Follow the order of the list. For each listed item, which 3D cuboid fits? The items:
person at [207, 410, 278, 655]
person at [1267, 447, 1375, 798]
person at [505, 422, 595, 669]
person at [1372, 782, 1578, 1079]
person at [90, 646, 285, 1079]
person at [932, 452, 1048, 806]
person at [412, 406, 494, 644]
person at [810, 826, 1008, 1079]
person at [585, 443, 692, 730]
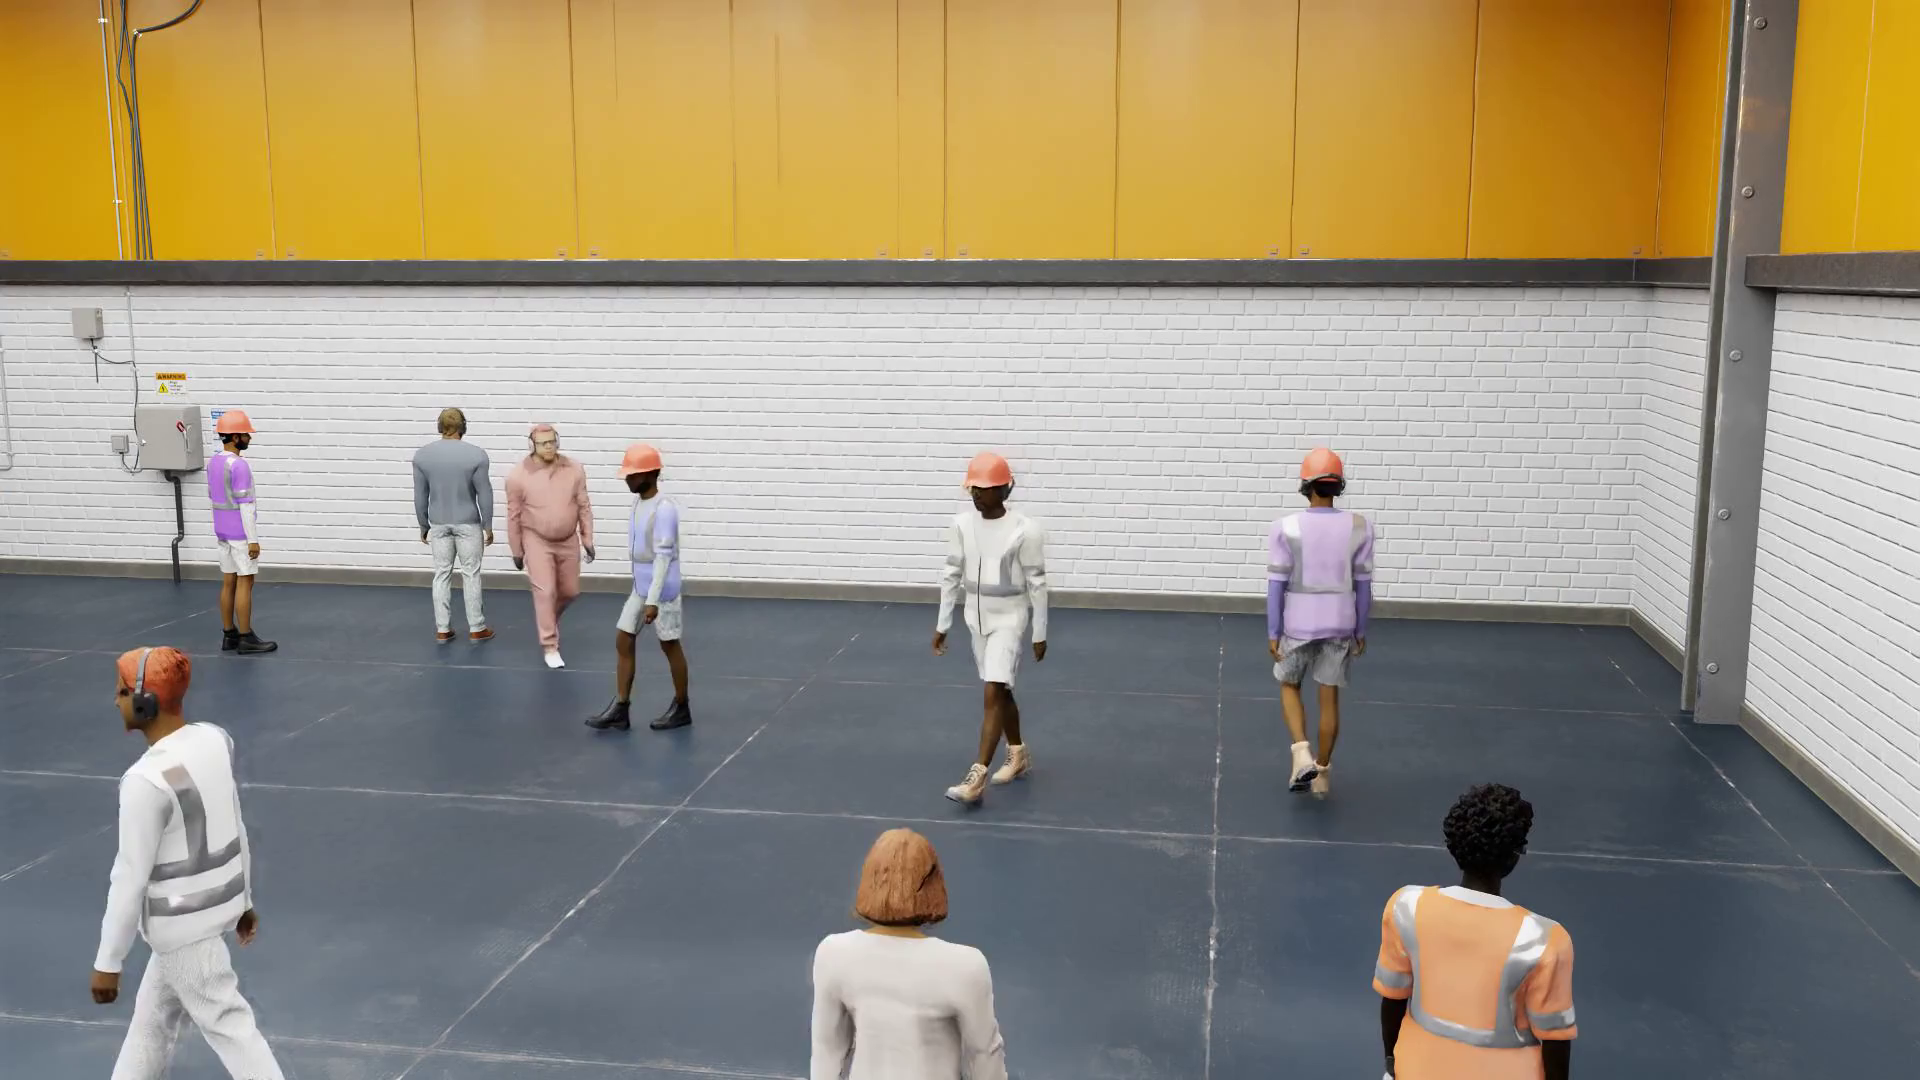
[{"bbox_3d":[-5.711,-0.062,13.198,0.552,1.936,0.360,8,12,40],"label":"person"},{"bbox_3d":[2.052,0.486,9.513,0.606,2.032,0.489,0,9,2],"label":"person"},{"bbox_3d":[-3.202,0.010,12.928,0.643,1.880,0.772,-6,11,-34],"label":"person"},{"bbox_3d":[1.365,1.478,4.437,0.540,1.695,0.317,7,12,38],"label":"person"},{"bbox_3d":[-2.601,1.248,5.442,0.972,1.828,0.603,0,9,-3],"label":"person"},{"bbox_3d":[0.125,0.499,9.543,0.623,1.994,0.995,8,12,40],"label":"person"},{"bbox_3d":[-4.104,-0.117,13.534,0.635,1.936,0.354,0,9,2],"label":"person"},{"bbox_3d":[-0.146,1.543,4.386,0.502,1.590,0.868,5,10,26],"label":"person"},{"bbox_3d":[-2.103,0.335,10.826,0.826,1.907,0.572,-7,11,-36],"label":"person"}]
